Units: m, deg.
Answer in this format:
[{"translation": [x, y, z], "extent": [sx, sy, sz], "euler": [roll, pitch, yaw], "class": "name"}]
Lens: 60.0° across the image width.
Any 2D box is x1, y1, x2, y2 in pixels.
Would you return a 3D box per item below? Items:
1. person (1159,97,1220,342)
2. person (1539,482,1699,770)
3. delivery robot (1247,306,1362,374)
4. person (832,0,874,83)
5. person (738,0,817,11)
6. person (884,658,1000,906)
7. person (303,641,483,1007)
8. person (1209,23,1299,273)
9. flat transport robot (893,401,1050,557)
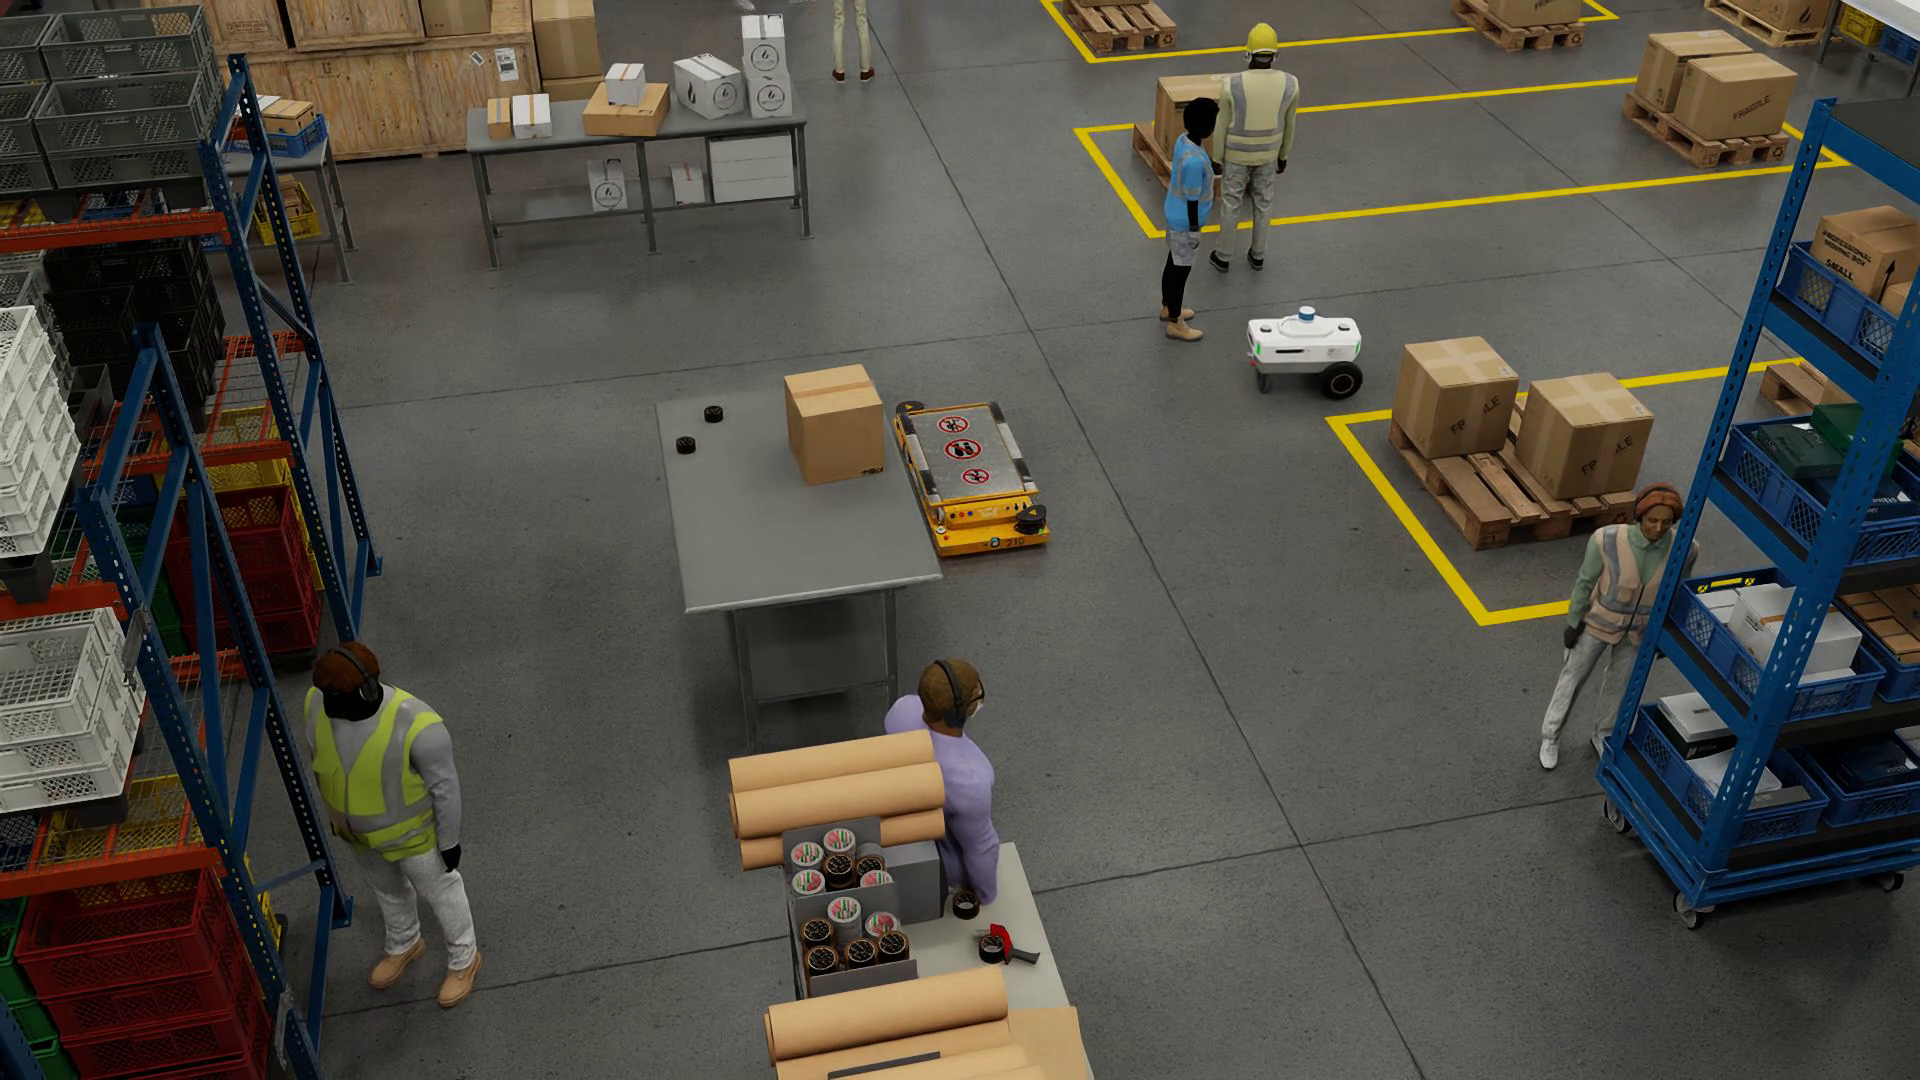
[{"translation": [1.544, -2.180, 11.277], "extent": [0.319, 1.692, 0.533], "euler": [-1, 37, -1], "class": "person"}, {"translation": [3.099, 0.417, 7.829], "extent": [0.512, 1.642, 0.312], "euler": [3, 37, 4], "class": "person"}, {"translation": [2.260, -1.306, 10.973], "extent": [0.707, 0.478, 0.477], "euler": [-1, 37, -2], "class": "delivery robot"}, {"translation": [-1.013, -5.070, 15.015], "extent": [0.532, 1.872, 0.320], "euler": [-2, 37, -2], "class": "person"}, {"translation": [-1.902, -6.274, 16.620], "extent": [0.889, 1.891, 0.606], "euler": [-7, 37, -9], "class": "person"}, {"translation": [-0.046, 1.220, 6.504], "extent": [0.372, 1.940, 0.631], "euler": [-22, 42, -26], "class": "person"}, {"translation": [-2.289, 1.147, 6.684], "extent": [0.633, 1.841, 0.429], "euler": [11, 38, 15], "class": "person"}, {"translation": [2.103, -2.812, 12.019], "extent": [0.594, 1.827, 0.403], "euler": [-5, 37, -7], "class": "person"}, {"translation": [0.046, -0.430, 10.108], "extent": [0.652, 0.197, 1.431], "euler": [-8, 37, -10], "class": "flat transport robot"}]
